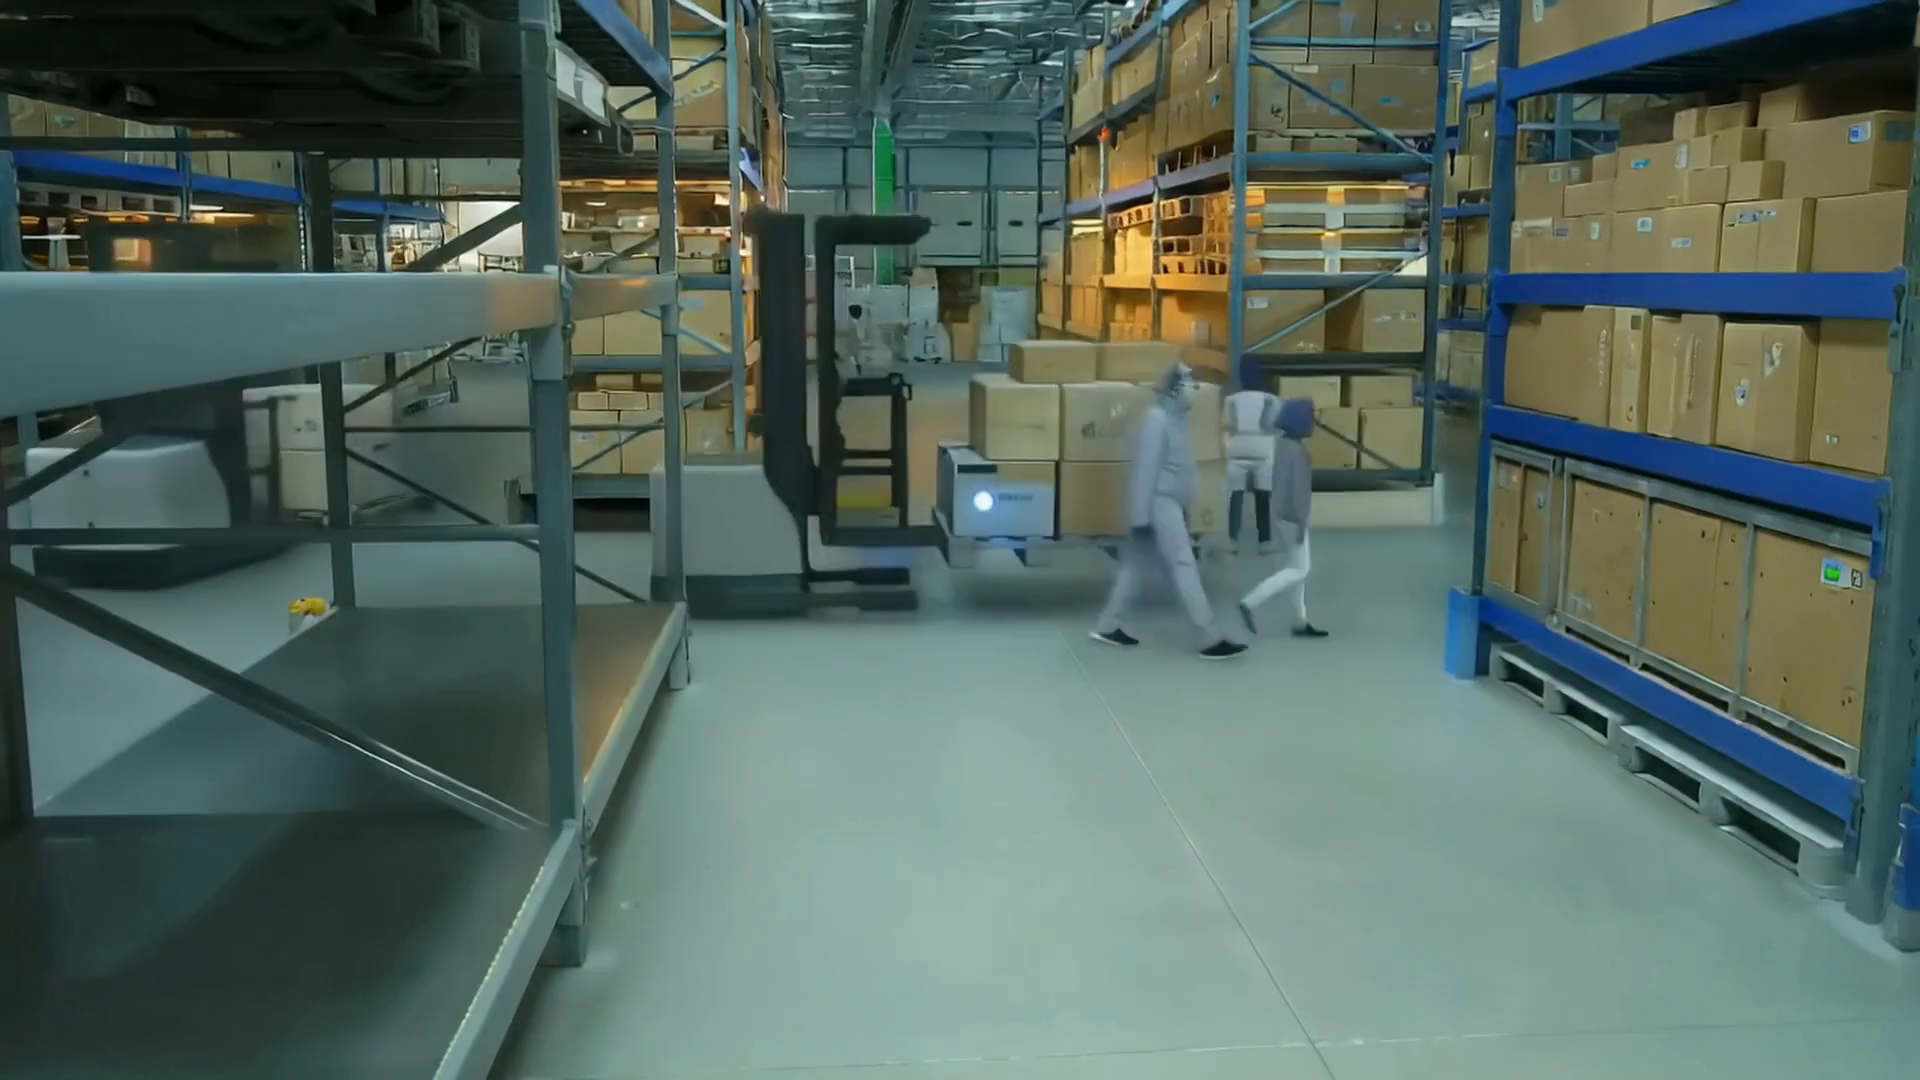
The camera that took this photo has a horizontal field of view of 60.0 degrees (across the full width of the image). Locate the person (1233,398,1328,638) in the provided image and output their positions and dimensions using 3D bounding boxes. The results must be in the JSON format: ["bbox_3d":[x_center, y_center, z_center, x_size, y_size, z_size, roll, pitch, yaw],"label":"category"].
[{"bbox_3d":[2.130,-0.131,10.915,0.585,1.614,0.503,0,9,-3],"label":"person"}]

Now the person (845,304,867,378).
[{"bbox_3d":[-2.067,-3.777,33.117,0.429,1.845,0.638,-1,9,-7],"label":"person"}]

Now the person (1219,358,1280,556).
[{"bbox_3d":[2.485,-0.703,14.248,0.533,1.697,0.319,2,9,14],"label":"person"}]

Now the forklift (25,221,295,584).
[{"bbox_3d":[-6.477,-1.154,13.378,1.129,2.768,1.873,2,9,10],"label":"forklift"}]

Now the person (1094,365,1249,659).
[{"bbox_3d":[1.312,-0.185,10.557,1.008,1.845,0.664,2,9,13],"label":"person"}]

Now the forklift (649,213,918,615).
[{"bbox_3d":[-1.282,-0.931,11.979,1.873,2.768,1.129,-1,9,-5],"label":"forklift"}]

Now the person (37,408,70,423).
[{"bbox_3d":[-15.005,-2.905,27.205,0.646,1.968,0.807,3,10,19],"label":"person"}]
